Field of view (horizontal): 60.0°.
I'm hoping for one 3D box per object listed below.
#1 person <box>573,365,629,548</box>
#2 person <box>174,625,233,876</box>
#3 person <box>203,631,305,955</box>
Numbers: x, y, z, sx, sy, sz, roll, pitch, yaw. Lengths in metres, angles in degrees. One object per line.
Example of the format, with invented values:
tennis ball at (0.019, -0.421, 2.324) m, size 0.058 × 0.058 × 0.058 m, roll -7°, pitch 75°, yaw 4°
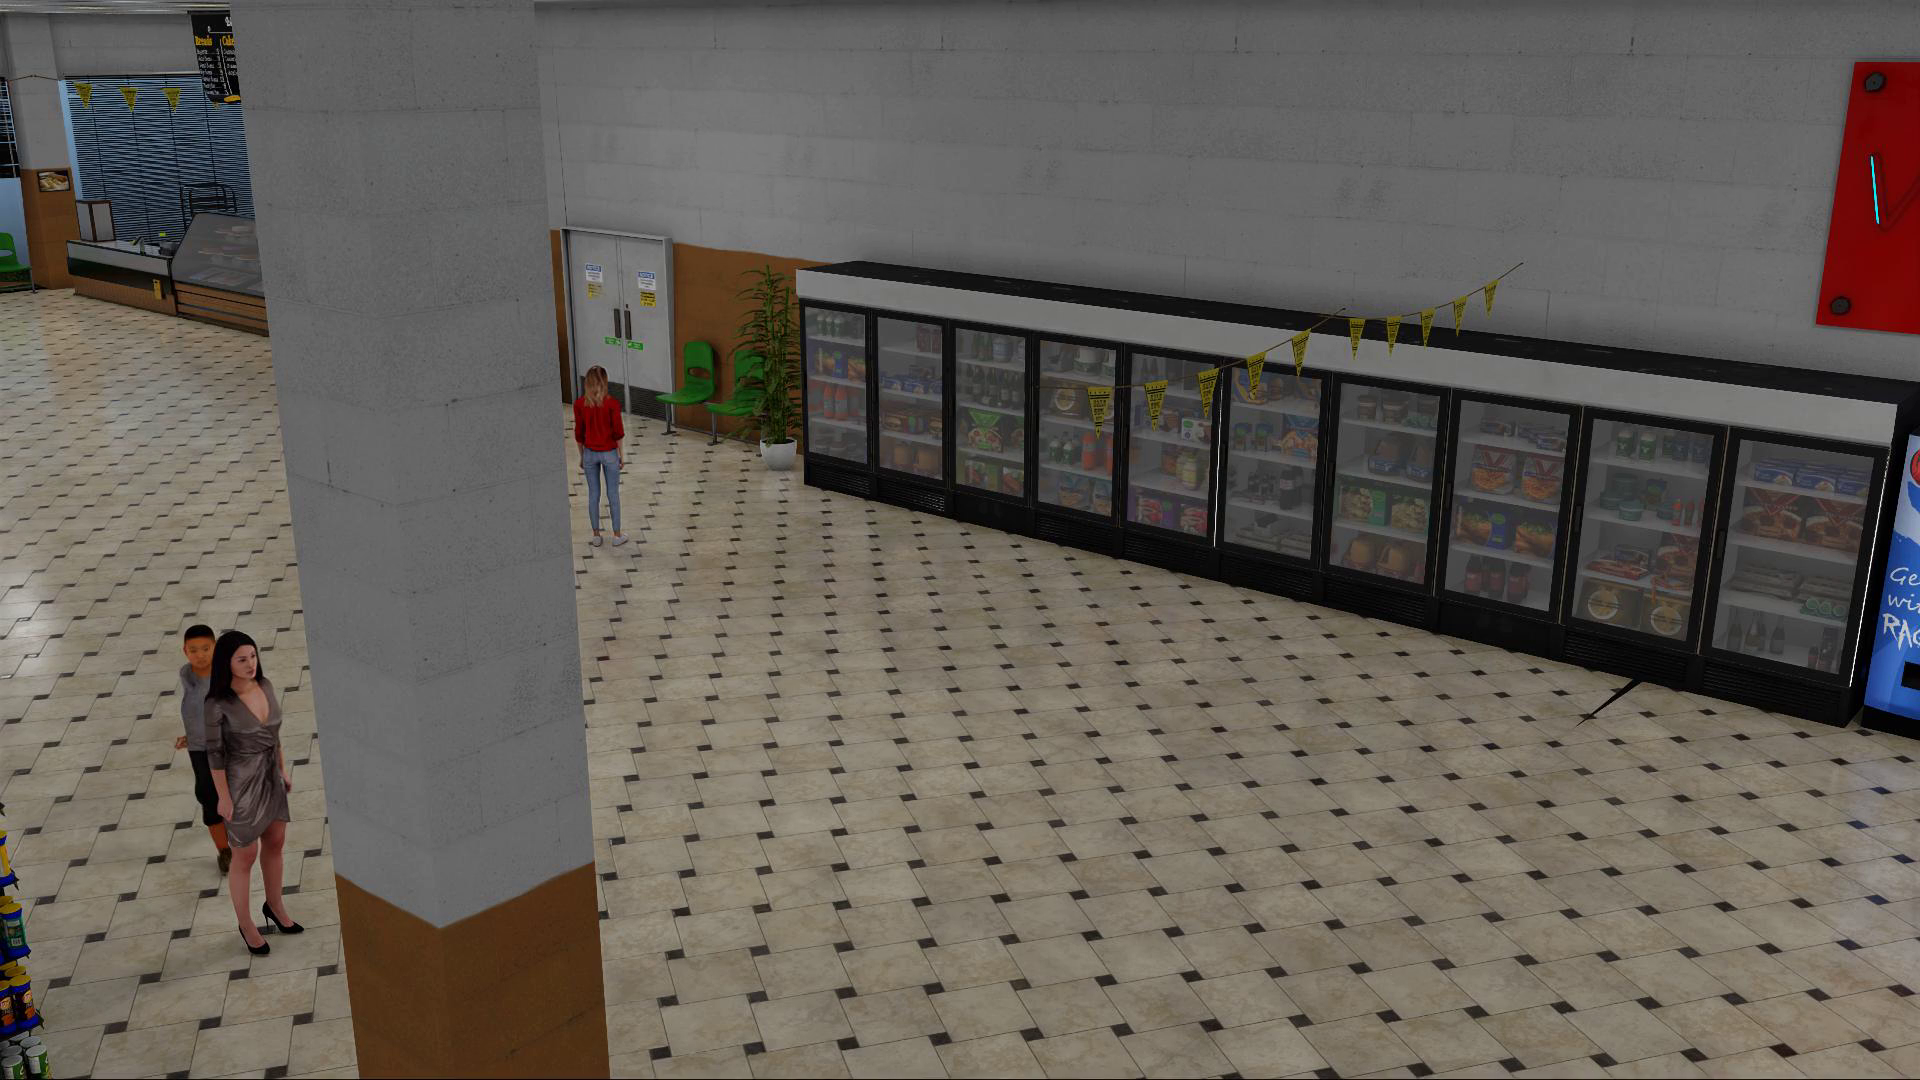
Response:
person at (-3.351, -0.783, 15.507) m, size 0.687 × 1.703 × 0.715 m, roll 1°, pitch 17°, yaw 3°
person at (-4.372, 1.120, 9.727) m, size 1.001 × 1.421 × 0.869 m, roll -9°, pitch 19°, yaw -28°
person at (-3.662, 1.289, 8.613) m, size 0.714 × 1.745 × 0.545 m, roll 7°, pitch 18°, yaw 22°
